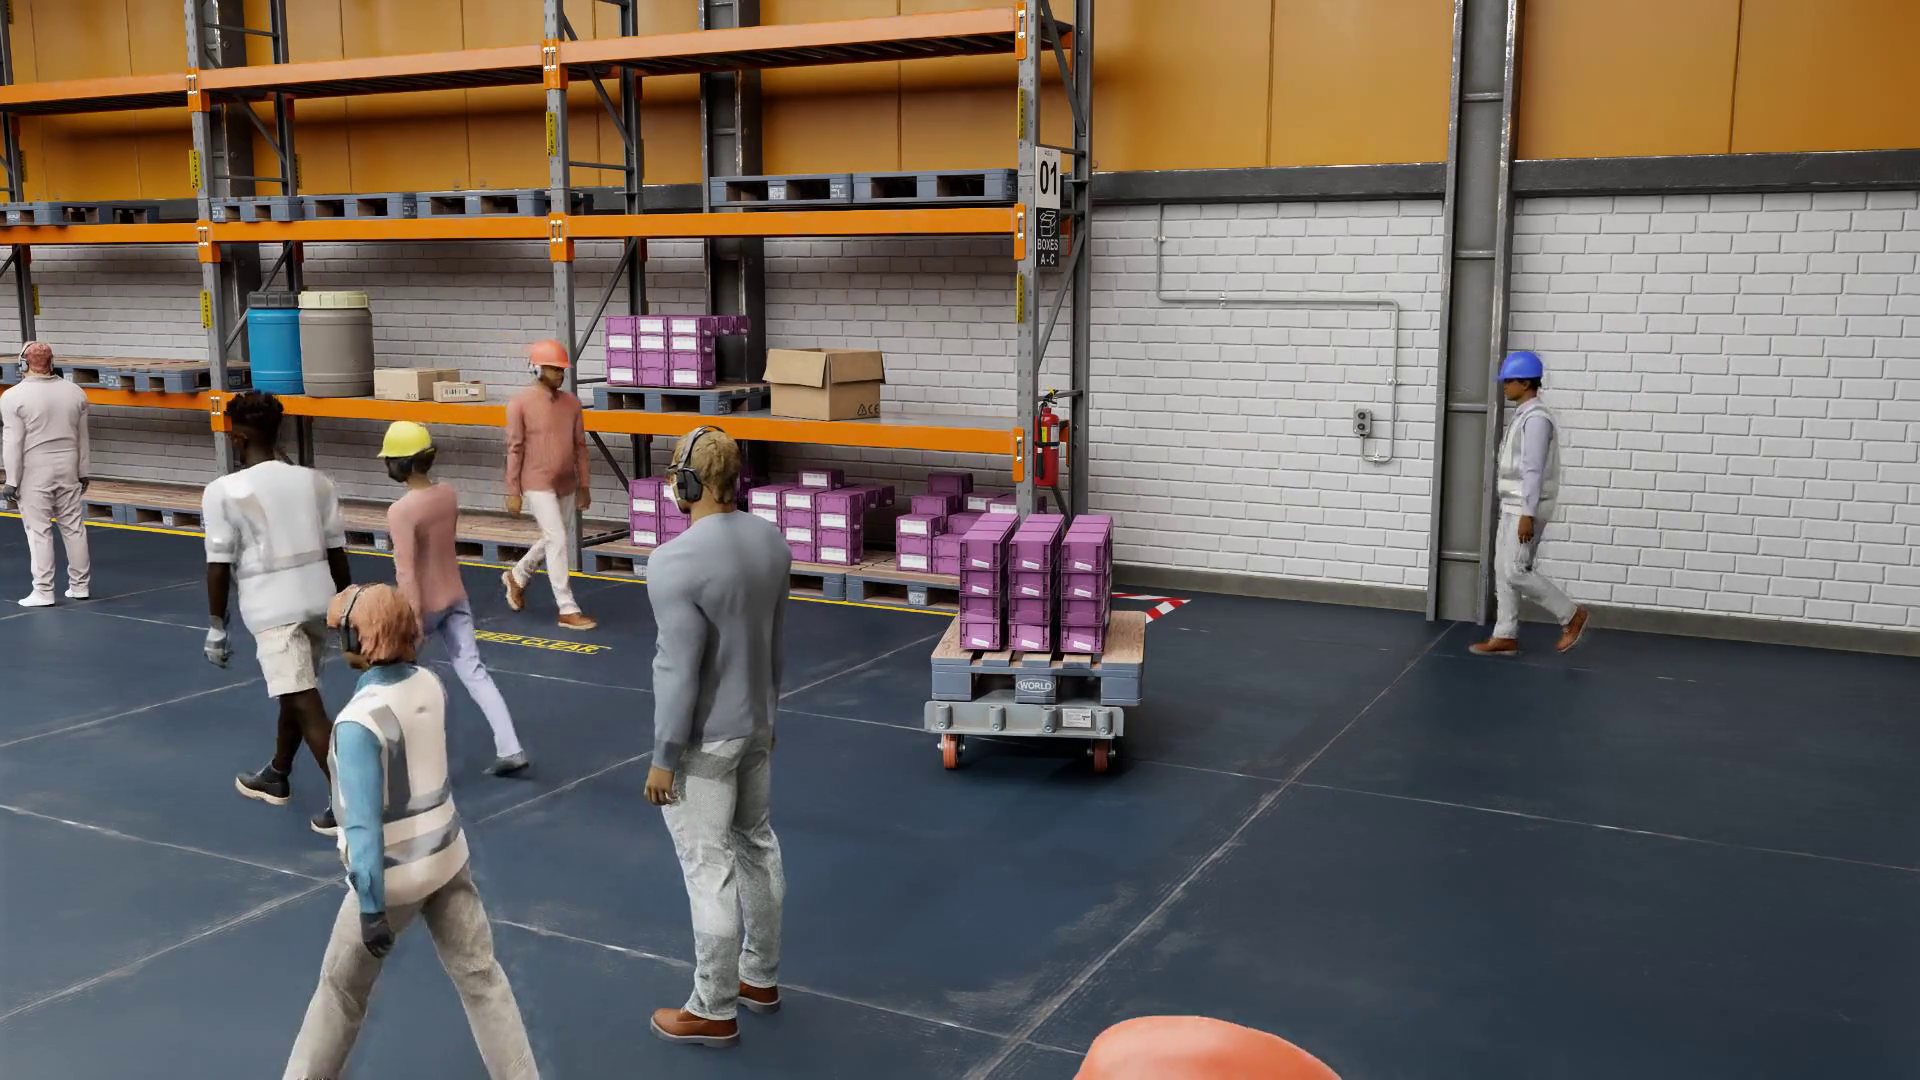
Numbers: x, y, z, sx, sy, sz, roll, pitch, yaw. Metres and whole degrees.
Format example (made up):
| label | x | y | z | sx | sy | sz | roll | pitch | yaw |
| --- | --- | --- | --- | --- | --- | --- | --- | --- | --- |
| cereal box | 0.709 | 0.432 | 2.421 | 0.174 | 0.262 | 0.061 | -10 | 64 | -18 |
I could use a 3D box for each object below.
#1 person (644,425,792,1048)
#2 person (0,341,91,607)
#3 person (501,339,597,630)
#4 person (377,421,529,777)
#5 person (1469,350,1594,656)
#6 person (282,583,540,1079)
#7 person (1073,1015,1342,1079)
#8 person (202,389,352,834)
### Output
| label | x | y | z | sx | sy | sz | roll | pitch | yaw |
| --- | --- | --- | --- | --- | --- | --- | --- | --- | --- |
| person | -0.765 | 0.608 | 5.211 | 0.362 | 1.939 | 0.635 | 5 | 10 | 26 |
| person | -6.589 | -0.473 | 11.980 | 0.409 | 1.907 | 0.651 | 5 | 10 | 26 |
| person | -2.851 | -0.395 | 11.368 | 0.936 | 1.961 | 0.614 | 6 | 11 | 35 |
| person | -2.479 | 0.296 | 7.828 | 0.917 | 1.722 | 0.536 | 3 | 10 | 18 |
| person | 3.542 | -0.204 | 10.257 | 0.612 | 1.926 | 0.622 | 1 | 9 | 7 |
| person | -1.536 | 0.902 | 4.494 | 0.926 | 1.579 | 0.514 | 2 | 9 | 12 |
| person | 0.246 | 1.277 | 1.284 | 0.782 | 1.891 | 0.575 | 2 | 10 | 15 |
| person | -2.922 | 0.308 | 7.201 | 0.987 | 1.909 | 0.617 | 5 | 10 | 28 |
